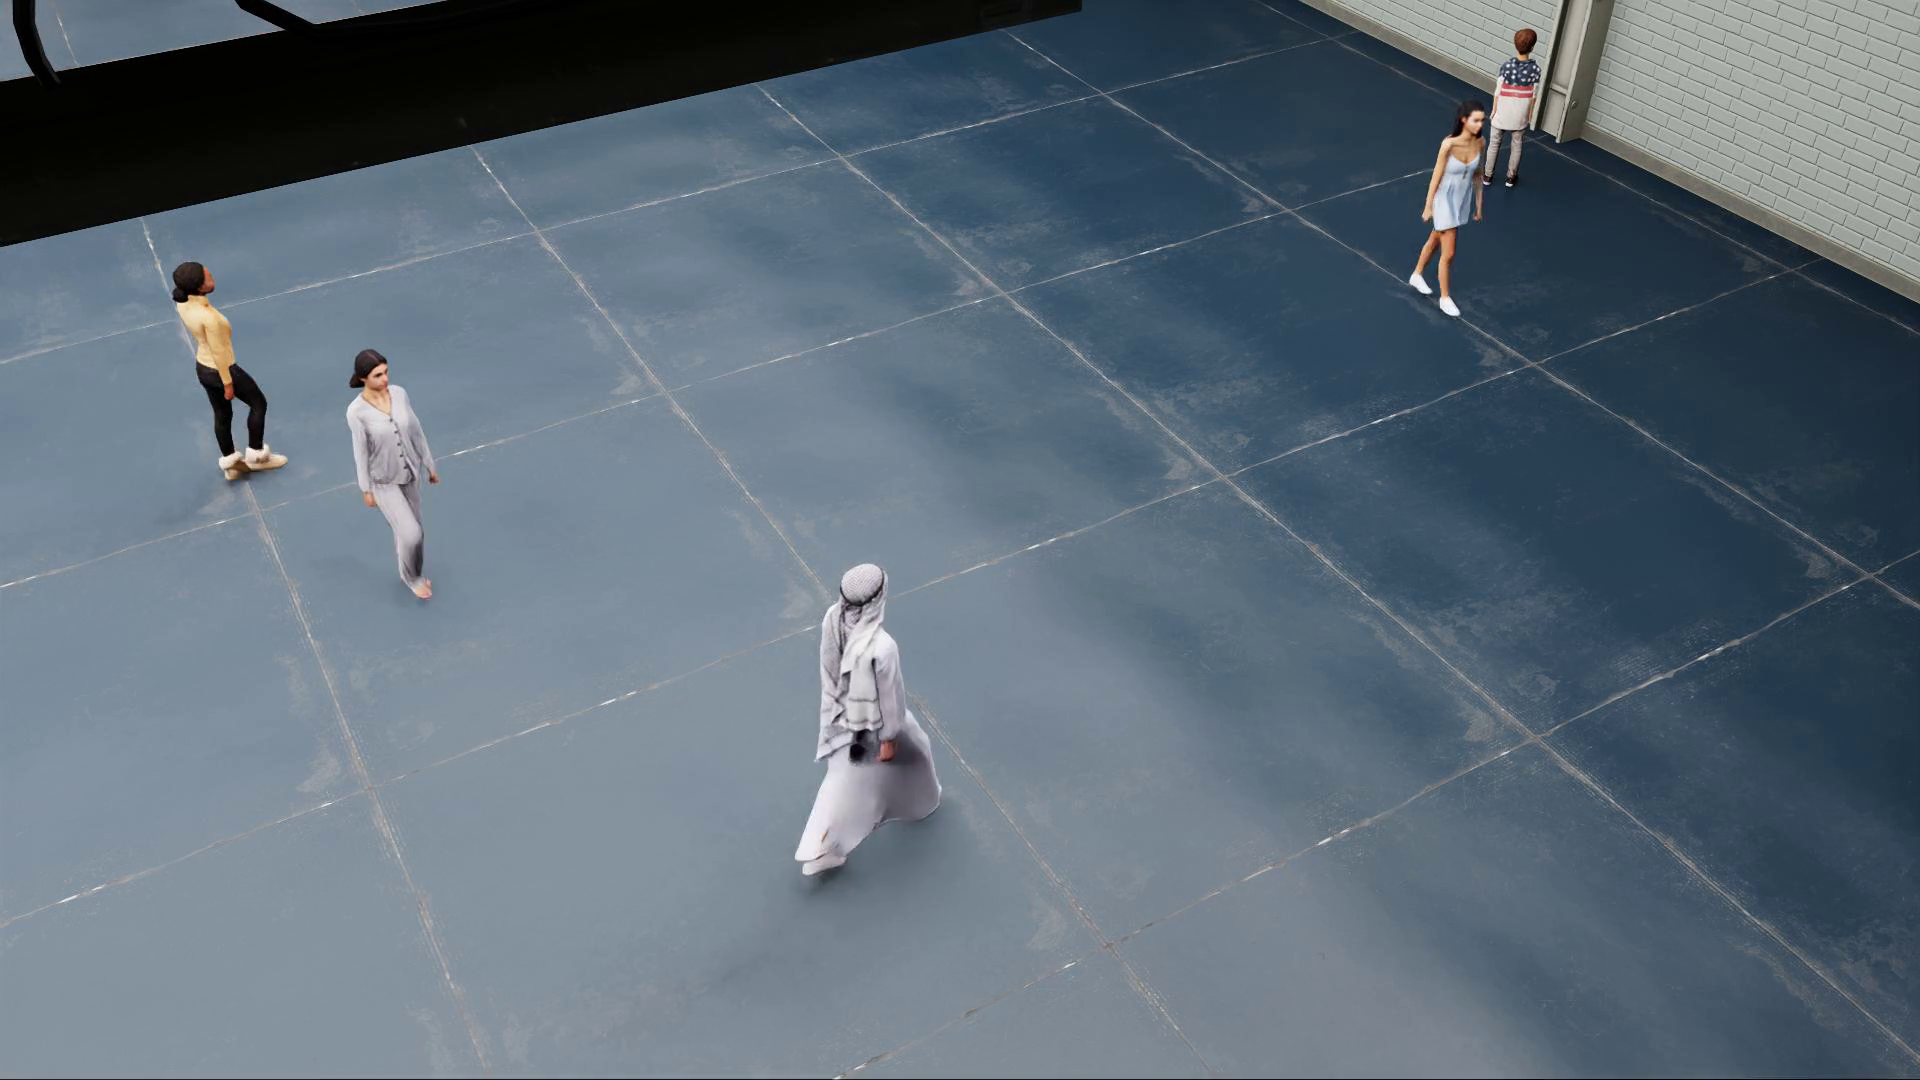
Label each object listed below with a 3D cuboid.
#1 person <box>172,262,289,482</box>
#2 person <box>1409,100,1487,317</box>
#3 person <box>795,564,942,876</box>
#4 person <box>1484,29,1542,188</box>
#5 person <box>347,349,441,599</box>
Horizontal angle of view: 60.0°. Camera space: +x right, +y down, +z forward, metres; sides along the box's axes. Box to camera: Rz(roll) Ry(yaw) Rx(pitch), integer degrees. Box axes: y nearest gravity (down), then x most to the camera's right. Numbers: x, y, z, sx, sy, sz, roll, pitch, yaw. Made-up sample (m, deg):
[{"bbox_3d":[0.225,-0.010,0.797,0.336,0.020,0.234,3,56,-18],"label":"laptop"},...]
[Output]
[{"bbox_3d":[-5.086,-1.102,11.257,0.691,1.646,0.762,23,44,27],"label":"person"},{"bbox_3d":[3.851,-2.716,13.272,0.647,1.704,0.930,-16,41,-20],"label":"person"},{"bbox_3d":[-0.542,0.944,8.444,1.260,1.889,1.016,29,47,32],"label":"person"},{"bbox_3d":[4.984,-3.896,14.994,0.585,1.441,0.646,10,39,12],"label":"person"},{"bbox_3d":[-3.564,-0.420,10.291,0.802,1.760,0.747,23,44,27],"label":"person"}]
